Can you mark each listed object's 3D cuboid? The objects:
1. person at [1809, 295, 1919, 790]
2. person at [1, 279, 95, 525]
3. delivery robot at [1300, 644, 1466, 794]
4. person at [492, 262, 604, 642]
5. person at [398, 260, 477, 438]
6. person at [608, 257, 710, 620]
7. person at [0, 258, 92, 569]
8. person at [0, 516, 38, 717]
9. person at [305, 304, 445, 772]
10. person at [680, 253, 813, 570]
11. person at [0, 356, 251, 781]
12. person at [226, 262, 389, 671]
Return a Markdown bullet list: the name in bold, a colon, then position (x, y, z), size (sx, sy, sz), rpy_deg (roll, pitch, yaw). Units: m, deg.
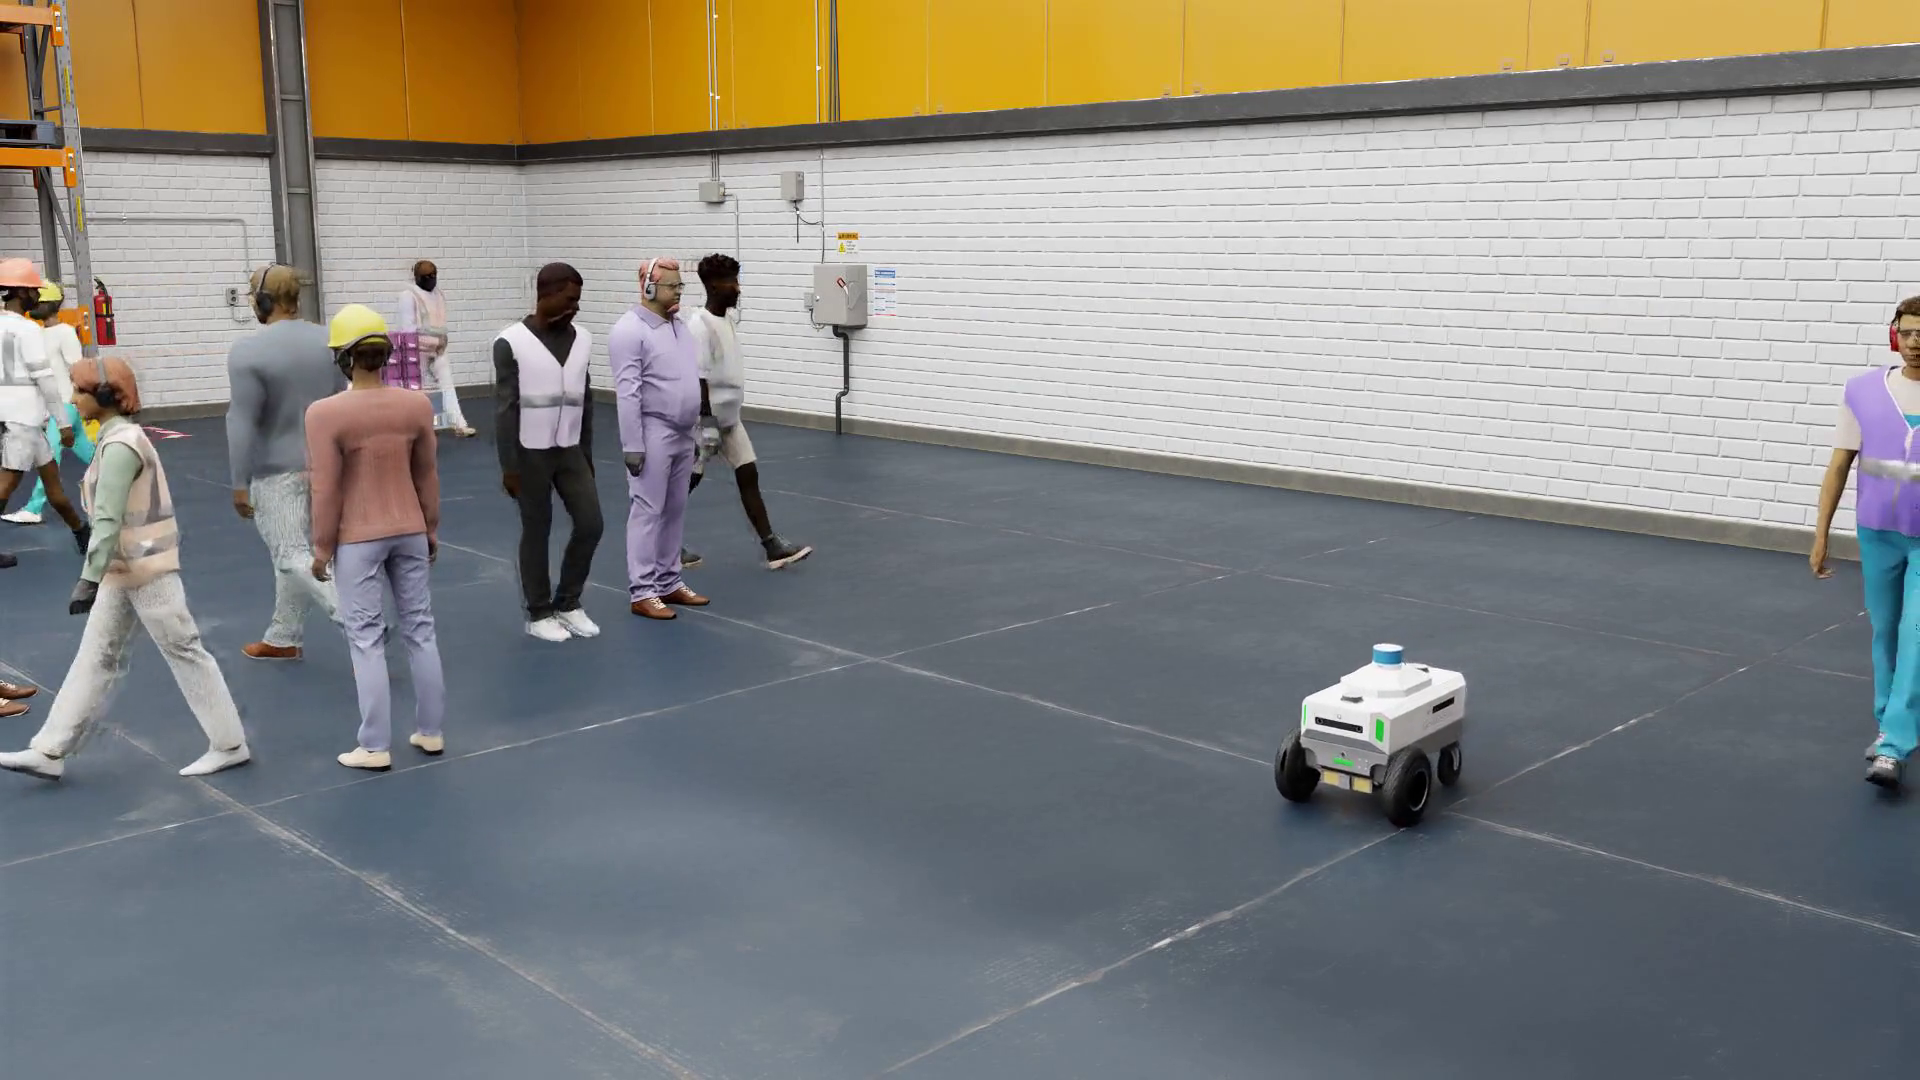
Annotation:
- **person**: position (3.472, 0.007, 6.149), size (0.923, 1.800, 0.587), rpy_deg (-10, 15, -44)
- **person**: position (-6.403, -0.986, 11.809), size (0.545, 1.716, 0.928), rpy_deg (8, 13, 39)
- **delivery robot**: position (1.528, 0.617, 5.978), size (0.477, 0.478, 0.707), rpy_deg (9, 13, 40)
- **person**: position (-2.017, -0.415, 8.221), size (0.527, 1.884, 0.618), rpy_deg (8, 13, 37)
- **person**: position (-5.312, -1.886, 16.576), size (0.901, 1.784, 0.657), rpy_deg (4, 11, 21)
- **person**: position (-1.578, -0.544, 8.880), size (0.407, 1.904, 0.654), rpy_deg (4, 11, 20)
- **person**: position (-5.721, -0.778, 10.226), size (0.569, 1.881, 1.014), rpy_deg (8, 13, 36)
- **person**: position (-4.181, -0.189, 7.037), size (0.332, 1.874, 0.520), rpy_deg (-4, 11, -19)
- **person**: position (-2.229, -0.006, 6.334), size (0.331, 1.765, 0.533), rpy_deg (9, 13, 39)
- **person**: position (-1.428, -0.756, 10.007), size (1.031, 1.910, 0.622), rpy_deg (3, 11, 17)
- **person**: position (-3.097, 0.131, 6.083), size (0.891, 1.583, 0.514), rpy_deg (-6, 12, -30)
- **person**: position (-3.018, -0.315, 7.640), size (0.901, 1.911, 0.640), rpy_deg (4, 11, 23)
